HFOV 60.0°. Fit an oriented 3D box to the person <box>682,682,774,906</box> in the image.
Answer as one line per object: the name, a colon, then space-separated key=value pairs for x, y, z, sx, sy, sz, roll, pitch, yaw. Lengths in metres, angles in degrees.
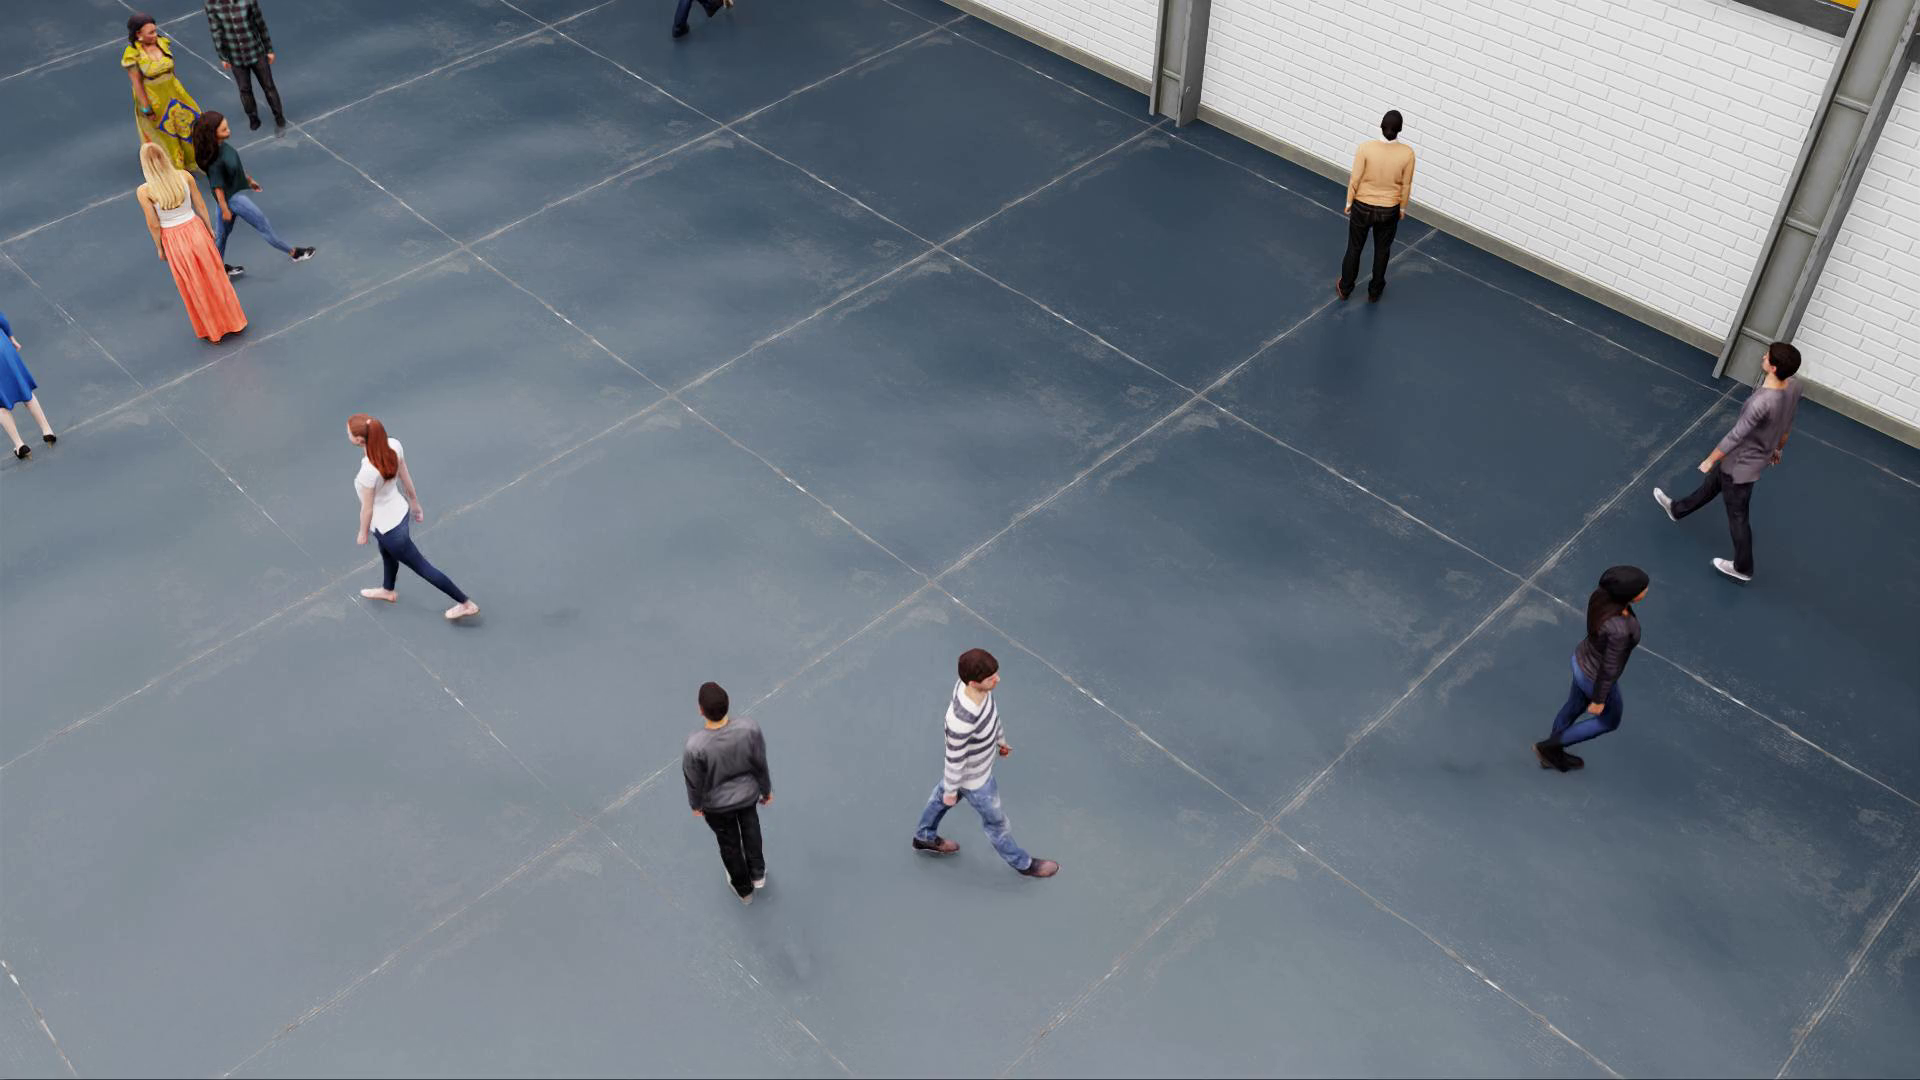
person: x=-1.260 y=1.480 z=9.325 sx=0.712 sy=1.749 sz=0.713 roll=-18 pitch=46 yaw=-18

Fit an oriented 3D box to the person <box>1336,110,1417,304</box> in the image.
person: x=3.443 y=-2.760 z=13.771 sx=0.721 sy=1.754 sz=0.818 roll=7 pitch=44 yaw=7

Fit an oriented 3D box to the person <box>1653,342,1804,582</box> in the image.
person: x=5.444 y=-0.495 z=11.358 sx=0.783 sy=1.803 sz=1.193 roll=-29 pitch=51 yaw=-27

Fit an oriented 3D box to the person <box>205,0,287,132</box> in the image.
person: x=-6.832 y=-4.701 z=15.919 sx=0.749 sy=1.714 sz=0.704 roll=-11 pitch=45 yaw=-11

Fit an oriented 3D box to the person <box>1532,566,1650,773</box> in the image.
person: x=3.735 y=0.811 z=10.034 sx=0.840 sy=1.739 sz=0.788 roll=4 pitch=44 yaw=4

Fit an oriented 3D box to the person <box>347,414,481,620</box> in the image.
person: x=-3.660 y=-0.090 z=11.010 sx=1.170 sy=1.697 sz=1.025 roll=5 pitch=44 yaw=5

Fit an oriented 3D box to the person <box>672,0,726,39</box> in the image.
person: x=-2.837 y=-6.062 z=17.186 sx=1.072 sy=1.824 sz=0.881 roll=21 pitch=48 yaw=21

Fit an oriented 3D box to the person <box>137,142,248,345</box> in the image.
person: x=-6.192 y=-2.375 z=13.332 sx=0.643 sy=1.802 sz=0.604 roll=-29 pitch=51 yaw=-27

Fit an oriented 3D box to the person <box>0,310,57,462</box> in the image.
person: x=-7.148 y=-1.346 z=12.235 sx=0.604 sy=1.826 sz=0.556 roll=-34 pitch=53 yaw=-30

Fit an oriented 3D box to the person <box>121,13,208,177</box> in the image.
person: x=-7.364 y=-4.044 z=15.219 sx=1.179 sy=1.617 sz=0.939 roll=22 pitch=48 yaw=21

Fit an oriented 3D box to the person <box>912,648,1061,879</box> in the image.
person: x=-0.035 y=1.275 z=9.495 sx=1.240 sy=1.811 sz=1.072 roll=8 pitch=44 yaw=8

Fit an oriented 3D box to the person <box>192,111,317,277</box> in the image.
person: x=-6.238 y=-2.864 z=14.020 sx=0.956 sy=1.562 sz=1.124 roll=-17 pitch=46 yaw=-17
